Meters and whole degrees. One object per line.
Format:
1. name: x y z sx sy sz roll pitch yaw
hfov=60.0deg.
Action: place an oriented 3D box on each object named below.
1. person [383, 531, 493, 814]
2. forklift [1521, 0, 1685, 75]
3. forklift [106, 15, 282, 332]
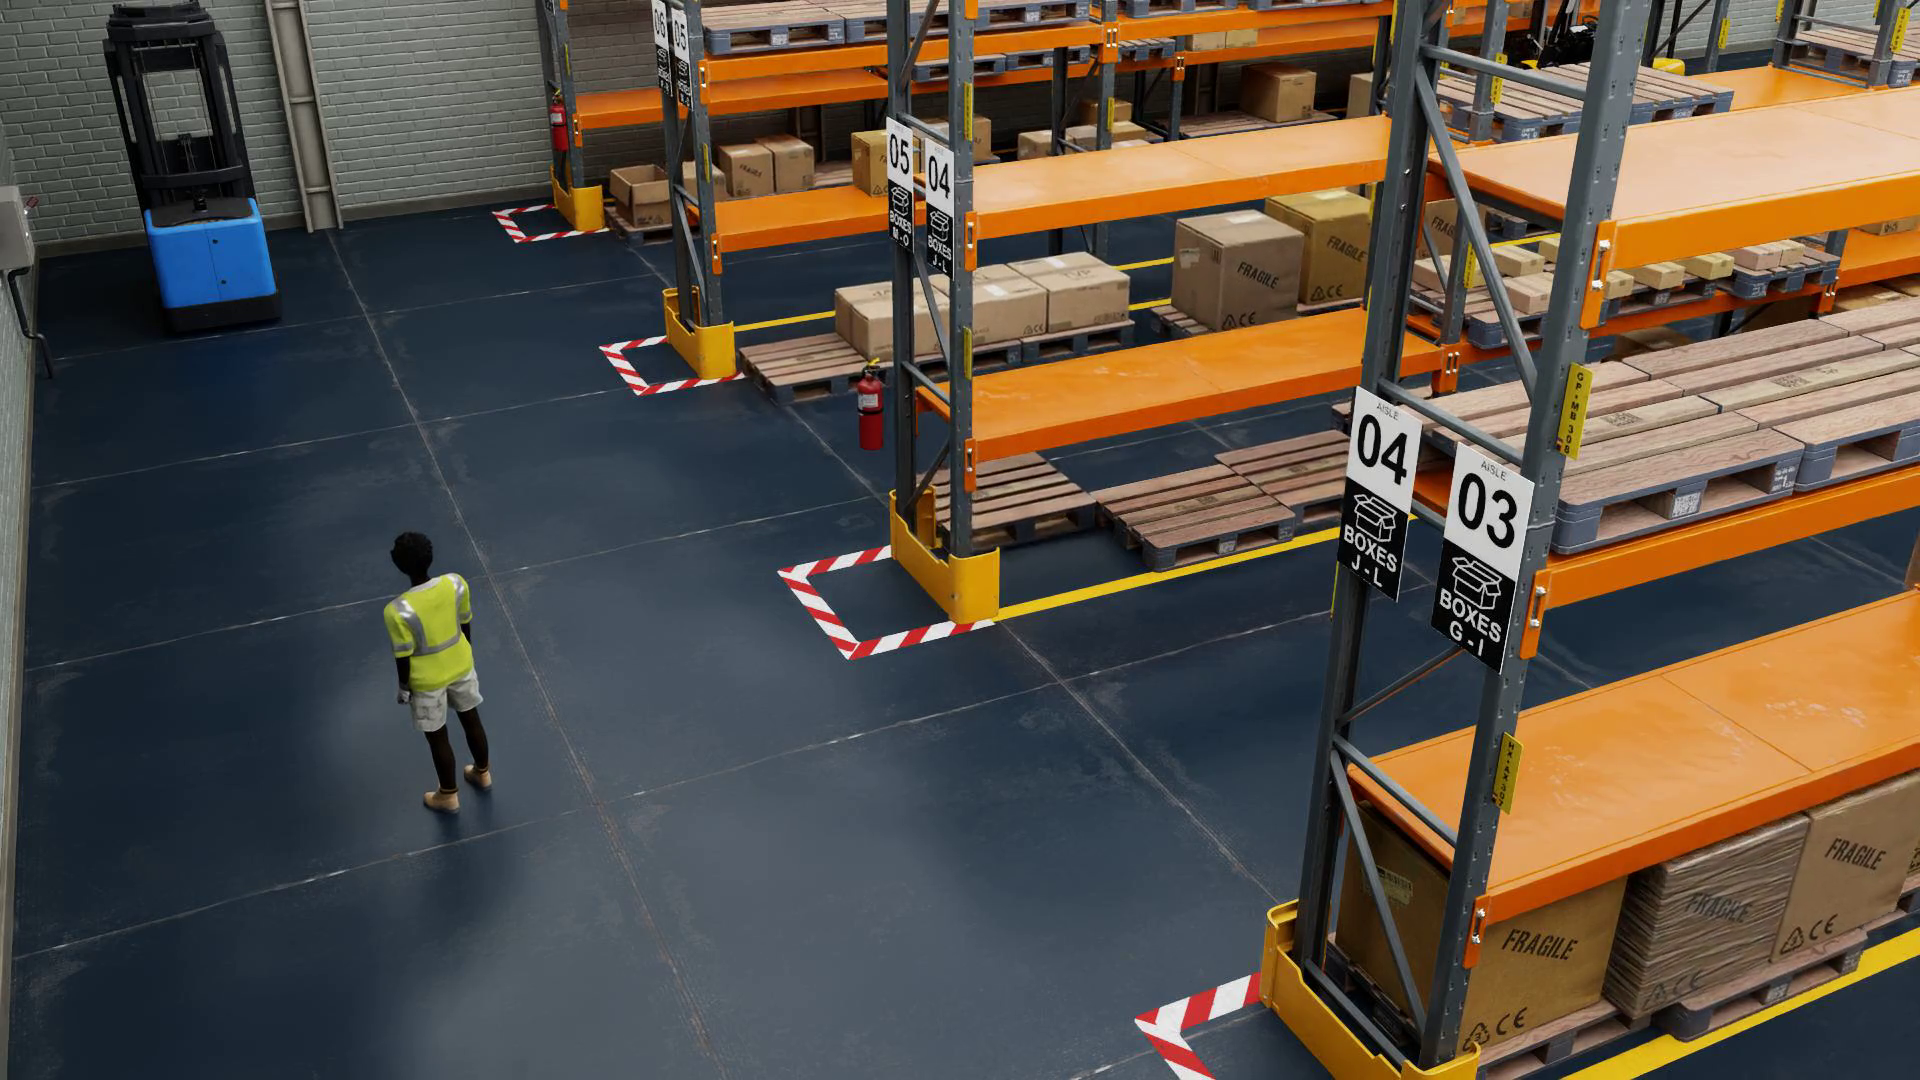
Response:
1. person: -2.878 0.728 9.152 0.322 1.699 0.535 18 33 31
2. forklift: 8.950 -6.807 23.056 1.214 2.155 2.313 -12 30 -22
3. forklift: -7.548 -3.672 16.323 1.129 2.768 1.873 -12 30 -22
